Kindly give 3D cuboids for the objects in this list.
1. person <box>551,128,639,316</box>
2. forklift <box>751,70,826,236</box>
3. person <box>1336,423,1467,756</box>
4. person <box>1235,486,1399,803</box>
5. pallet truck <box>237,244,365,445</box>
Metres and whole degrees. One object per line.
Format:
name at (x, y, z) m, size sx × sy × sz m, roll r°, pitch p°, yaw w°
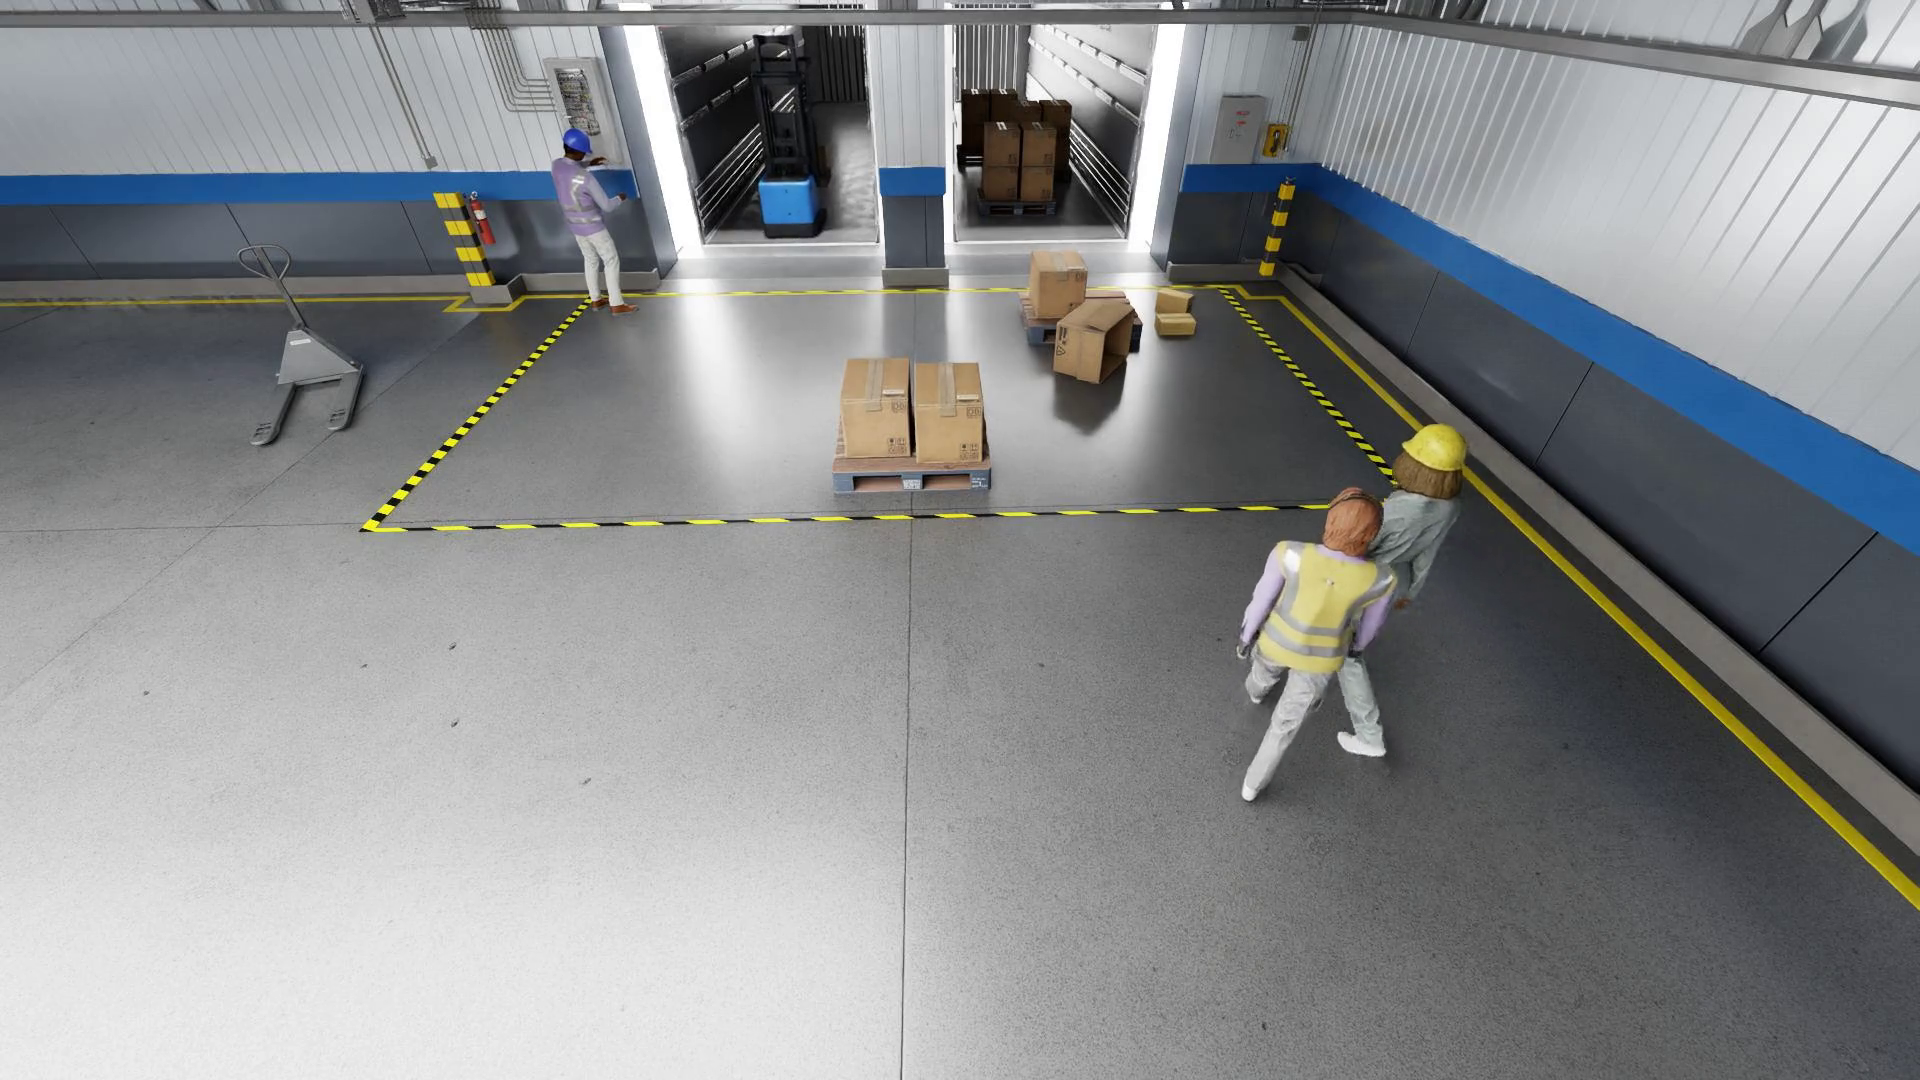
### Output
person at (-3.989, -3.507, 8.087) m, size 0.789 × 1.882 × 0.762 m, roll 18°, pitch 42°, yaw 22°
forklift at (-2.481, -5.434, 10.384) m, size 0.716 × 2.013 × 0.776 m, roll -1°, pitch 38°, yaw -1°
person at (1.996, 0.240, 3.497) m, size 0.484 × 1.705 × 0.863 m, roll -15°, pitch 41°, yaw -18°
person at (1.574, 0.428, 3.345) m, size 0.535 × 1.591 × 0.849 m, roll 19°, pitch 42°, yaw 22°
pallet truck at (-5.915, -1.733, 6.366) m, size 0.680 × 1.201 × 1.601 m, roll -18°, pitch 42°, yaw -21°
